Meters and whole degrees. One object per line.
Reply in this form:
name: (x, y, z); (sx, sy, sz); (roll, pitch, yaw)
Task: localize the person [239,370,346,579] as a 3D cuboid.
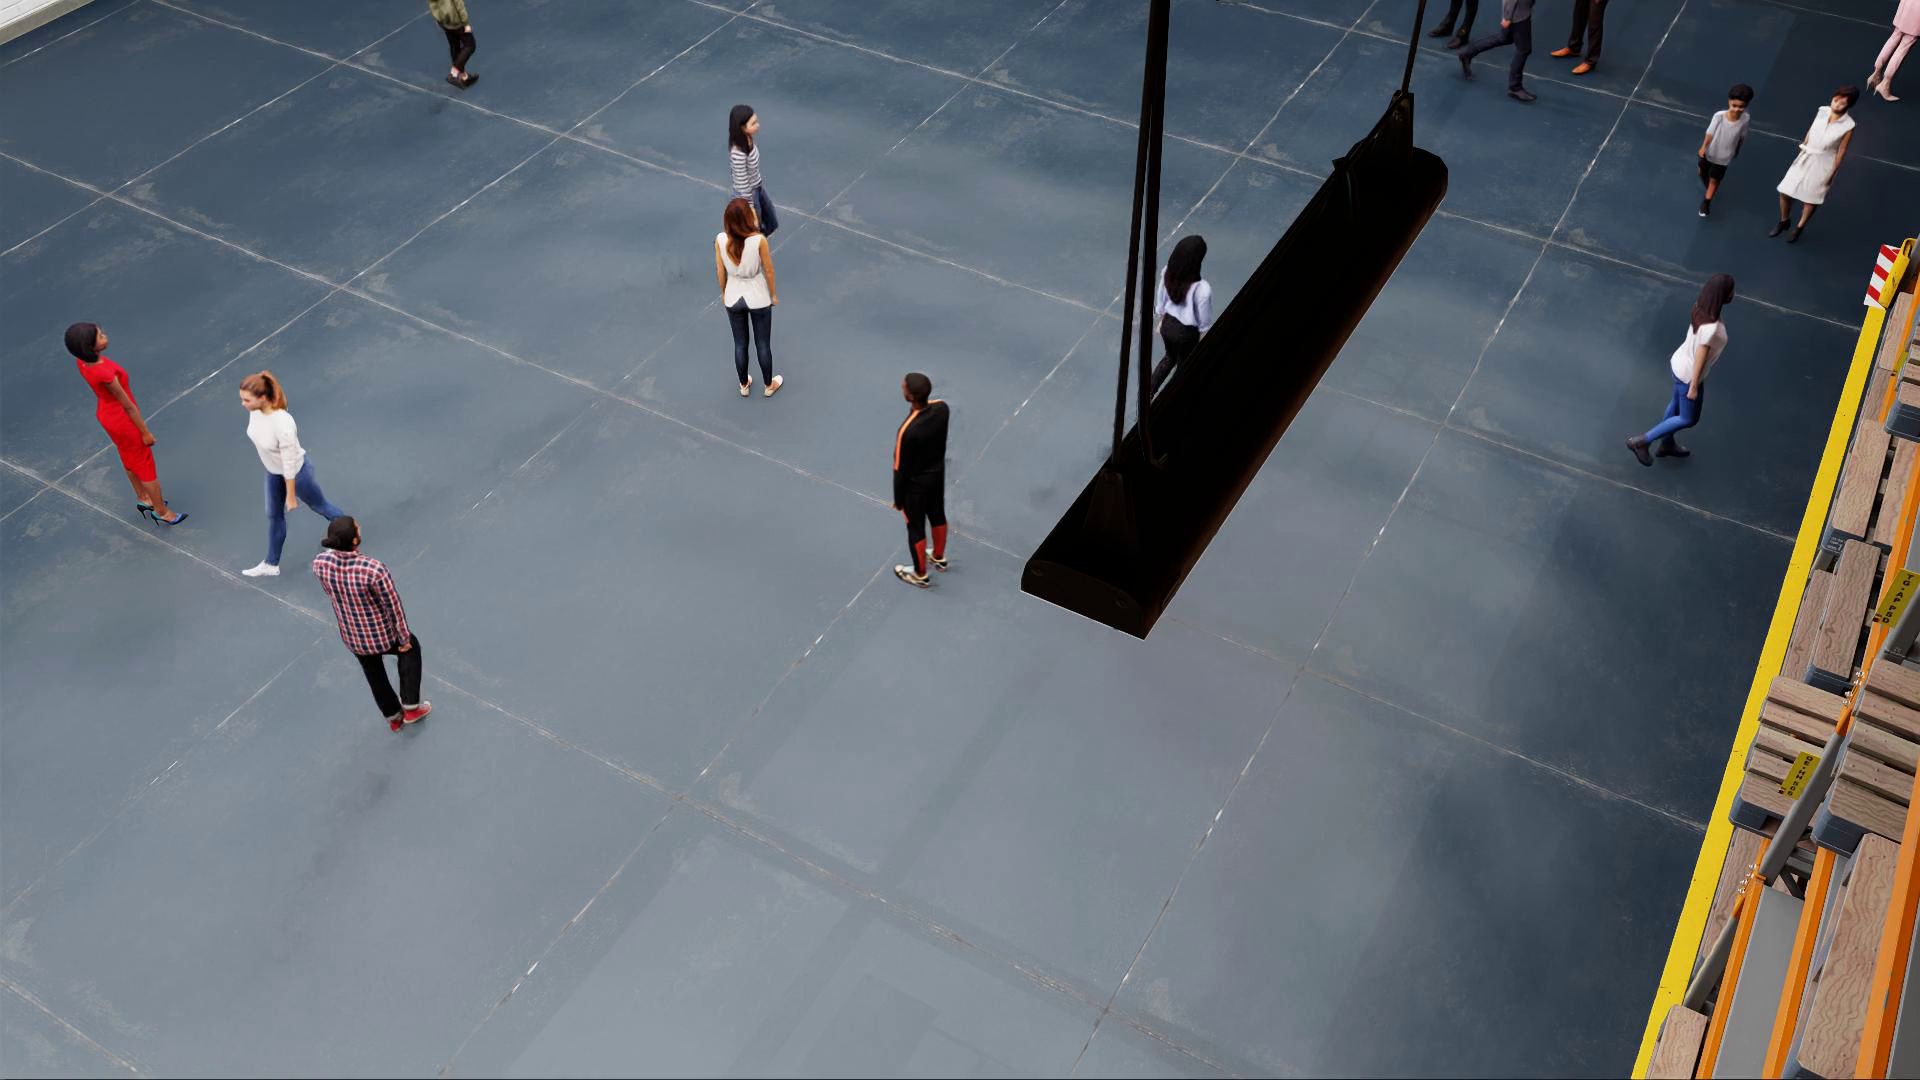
person: (-4.549, -0.494, 11.522); (0.804, 1.683, 1.112); (34, 53, 30)

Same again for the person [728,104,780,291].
person: (-1.844, -2.825, 13.901); (0.795, 1.777, 0.713); (3, 44, 3)

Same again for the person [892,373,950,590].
person: (-0.241, -0.416, 11.349); (0.734, 1.810, 0.578); (34, 53, 30)

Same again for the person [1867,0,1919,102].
person: (9.423, -5.233, 16.412); (0.755, 1.801, 0.632); (0, 44, 0)

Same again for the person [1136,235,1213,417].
person: (1.601, -1.499, 12.539); (0.839, 1.737, 0.778); (-31, 51, -28)

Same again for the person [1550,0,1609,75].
person: (6.454, -5.657, 16.860); (0.841, 1.797, 0.795); (-13, 45, -13)

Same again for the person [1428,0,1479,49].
person: (5.302, -6.014, 17.248); (0.765, 1.778, 0.727); (-17, 46, -17)

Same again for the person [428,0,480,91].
person: (-5.102, -5.148, 16.561); (0.586, 1.471, 0.698); (21, 48, 21)

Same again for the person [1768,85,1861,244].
person: (7.551, -3.308, 14.581); (0.730, 1.540, 0.672); (-26, 49, -24)

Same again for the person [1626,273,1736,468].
person: (5.325, -1.222, 12.291); (0.839, 1.678, 0.800); (7, 44, 8)

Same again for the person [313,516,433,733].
person: (-3.686, 0.592, 10.337); (0.792, 1.746, 0.795); (4, 44, 4)

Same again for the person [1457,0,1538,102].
person: (5.460, -5.290, 16.476); (0.809, 1.795, 1.067); (21, 47, 21)

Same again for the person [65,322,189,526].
person: (-5.947, -0.820, 11.821); (0.609, 1.744, 0.542); (29, 51, 27)

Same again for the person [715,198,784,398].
person: (-1.646, -1.861, 12.883); (0.673, 1.785, 0.657); (5, 44, 5)

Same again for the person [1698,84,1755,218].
person: (6.920, -3.601, 15.112); (0.586, 1.232, 0.884); (12, 45, 12)
